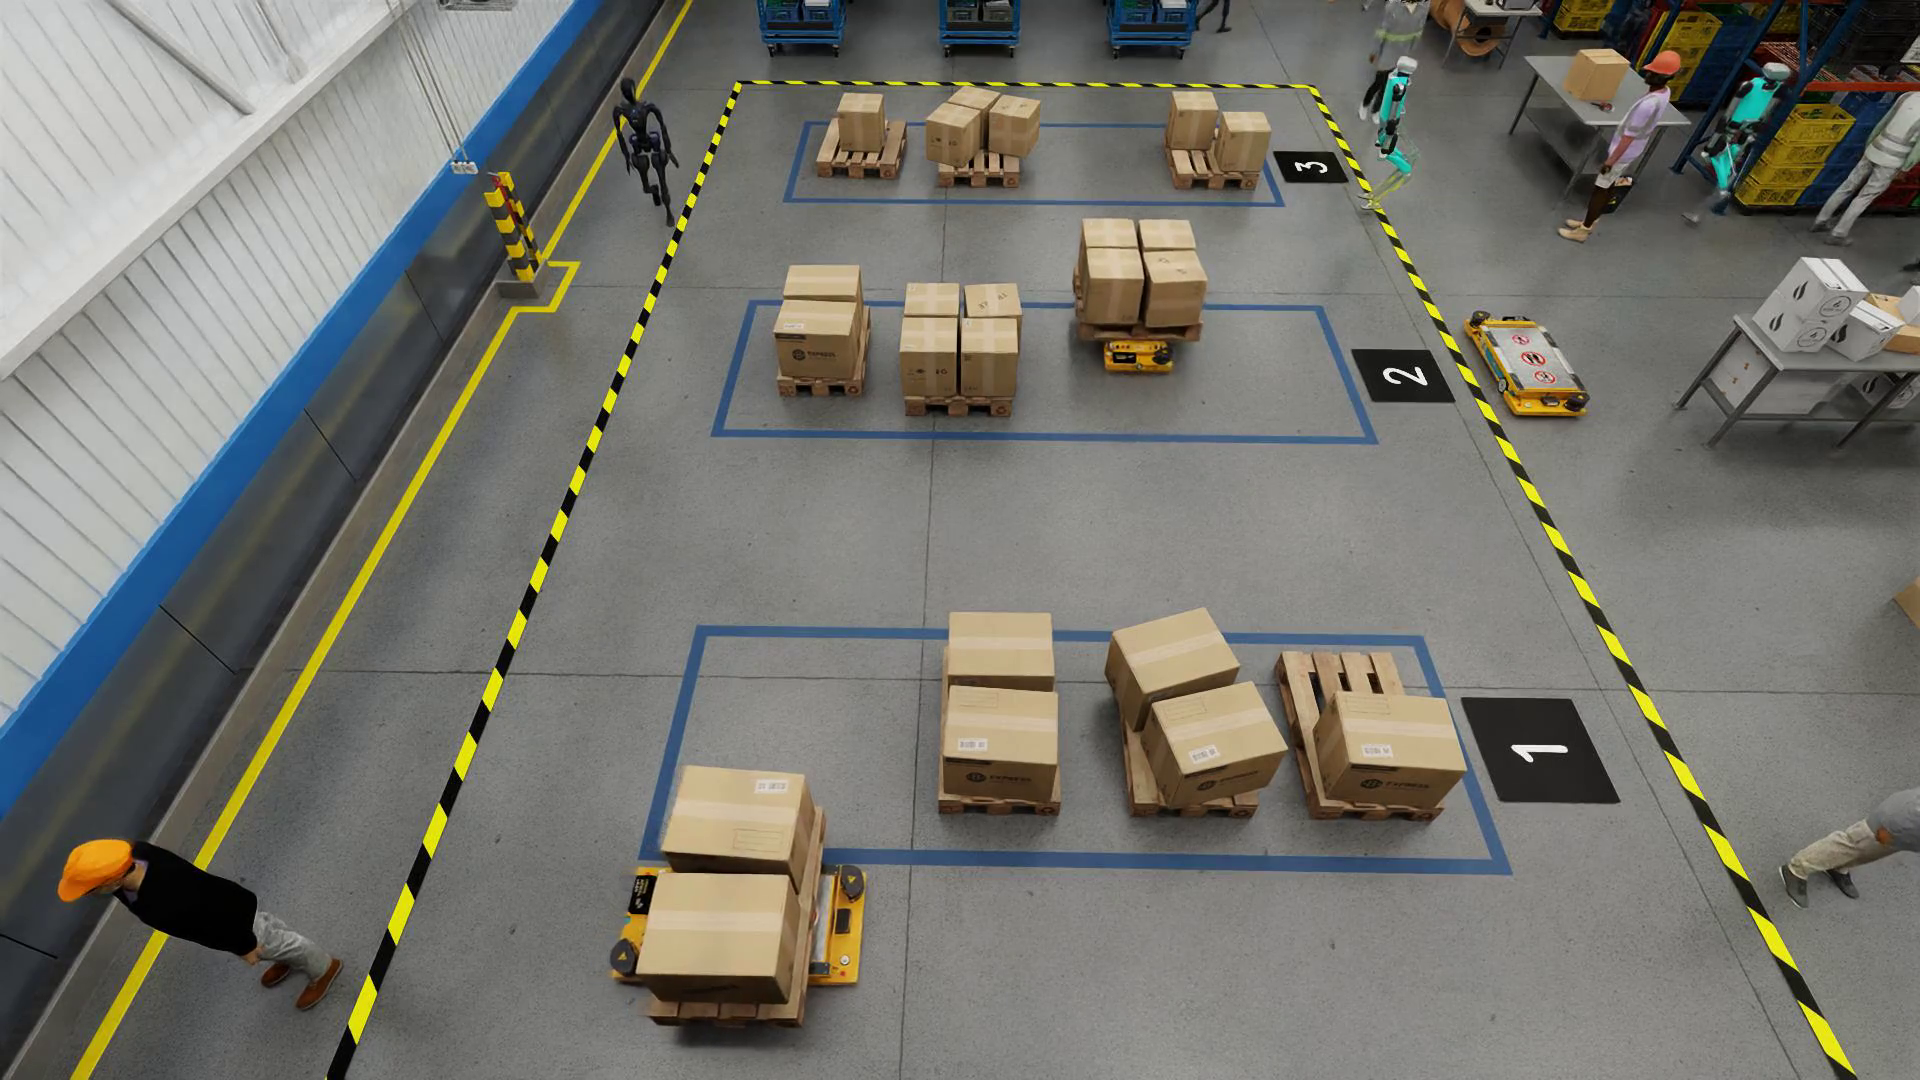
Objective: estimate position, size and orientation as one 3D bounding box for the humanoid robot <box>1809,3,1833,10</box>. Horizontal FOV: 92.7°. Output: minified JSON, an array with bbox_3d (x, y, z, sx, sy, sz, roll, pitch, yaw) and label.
[{"bbox_3d":[12.727,-8.136,13.634,0.315,1.657,0.599,-25,54,-20],"label":"humanoid robot"}]

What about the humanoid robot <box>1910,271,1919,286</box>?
[{"bbox_3d":[10.565,-3.348,9.395,0.531,1.689,0.739,4,49,4],"label":"humanoid robot"}]

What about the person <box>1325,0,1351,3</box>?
[{"bbox_3d":[6.464,-9.854,15.031,0.620,1.835,0.431,-14,51,-12],"label":"person"}]

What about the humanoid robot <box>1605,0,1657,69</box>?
[{"bbox_3d":[8.716,-6.380,12.134,0.600,1.644,0.491,-22,53,-18],"label":"humanoid robot"}]

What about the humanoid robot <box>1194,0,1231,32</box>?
[{"bbox_3d":[4.062,-8.793,14.218,0.575,1.638,0.611,-15,51,-12],"label":"humanoid robot"}]

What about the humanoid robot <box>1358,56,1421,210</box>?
[{"bbox_3d":[5.037,-4.593,10.448,0.735,1.677,0.533,9,50,8],"label":"humanoid robot"}]

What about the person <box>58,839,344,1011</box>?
[{"bbox_3d":[-3.858,1.987,4.748,0.586,1.881,0.387,24,53,19],"label":"person"}]

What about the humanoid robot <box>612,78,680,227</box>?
[{"bbox_3d":[-3.542,-4.471,10.475,0.603,1.646,0.526,-7,50,-6],"label":"humanoid robot"}]

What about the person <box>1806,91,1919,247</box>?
[{"bbox_3d":[10.196,-4.205,10.062,0.403,1.945,0.610,-4,49,-4],"label":"person"}]

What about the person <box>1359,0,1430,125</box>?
[{"bbox_3d":[5.723,-6.427,12.064,0.590,1.840,0.421,-3,49,-3],"label":"person"}]

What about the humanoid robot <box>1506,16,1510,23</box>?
[{"bbox_3d":[8.342,-8.423,13.897,0.609,1.646,0.424,22,53,18],"label":"humanoid robot"}]

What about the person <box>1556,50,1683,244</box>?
[{"bbox_3d":[7.258,-4.282,10.077,0.398,2.038,0.608,36,58,27],"label":"person"}]

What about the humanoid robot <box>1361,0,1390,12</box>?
[{"bbox_3d":[6.992,-9.521,14.838,0.929,1.811,0.534,-13,50,-11],"label":"humanoid robot"}]

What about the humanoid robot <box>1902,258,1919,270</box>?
[{"bbox_3d":[10.775,-3.504,9.650,0.382,1.645,0.612,-11,50,-9],"label":"humanoid robot"}]

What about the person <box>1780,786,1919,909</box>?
[{"bbox_3d":[5.435,1.584,5.168,0.564,1.770,0.393,-5,49,-4],"label":"person"}]

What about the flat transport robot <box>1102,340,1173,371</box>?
[{"bbox_3d":[1.784,-2.278,9.487,0.652,0.197,1.431,1,49,1],"label":"flat transport robot"}]

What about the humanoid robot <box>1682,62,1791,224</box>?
[{"bbox_3d":[8.743,-4.328,10.326,0.553,1.803,0.843,-4,49,-3],"label":"humanoid robot"}]

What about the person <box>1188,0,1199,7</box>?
[{"bbox_3d":[3.832,-9.645,14.761,0.605,1.964,0.368,-26,54,-21],"label":"person"}]

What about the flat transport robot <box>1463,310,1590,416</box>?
[{"bbox_3d":[5.573,-1.757,9.054,0.659,0.231,1.431,1,49,1],"label":"flat transport robot"}]

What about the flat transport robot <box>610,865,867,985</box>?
[{"bbox_3d":[-1.309,2.299,5.525,1.431,0.197,0.652,1,49,1],"label":"flat transport robot"}]
